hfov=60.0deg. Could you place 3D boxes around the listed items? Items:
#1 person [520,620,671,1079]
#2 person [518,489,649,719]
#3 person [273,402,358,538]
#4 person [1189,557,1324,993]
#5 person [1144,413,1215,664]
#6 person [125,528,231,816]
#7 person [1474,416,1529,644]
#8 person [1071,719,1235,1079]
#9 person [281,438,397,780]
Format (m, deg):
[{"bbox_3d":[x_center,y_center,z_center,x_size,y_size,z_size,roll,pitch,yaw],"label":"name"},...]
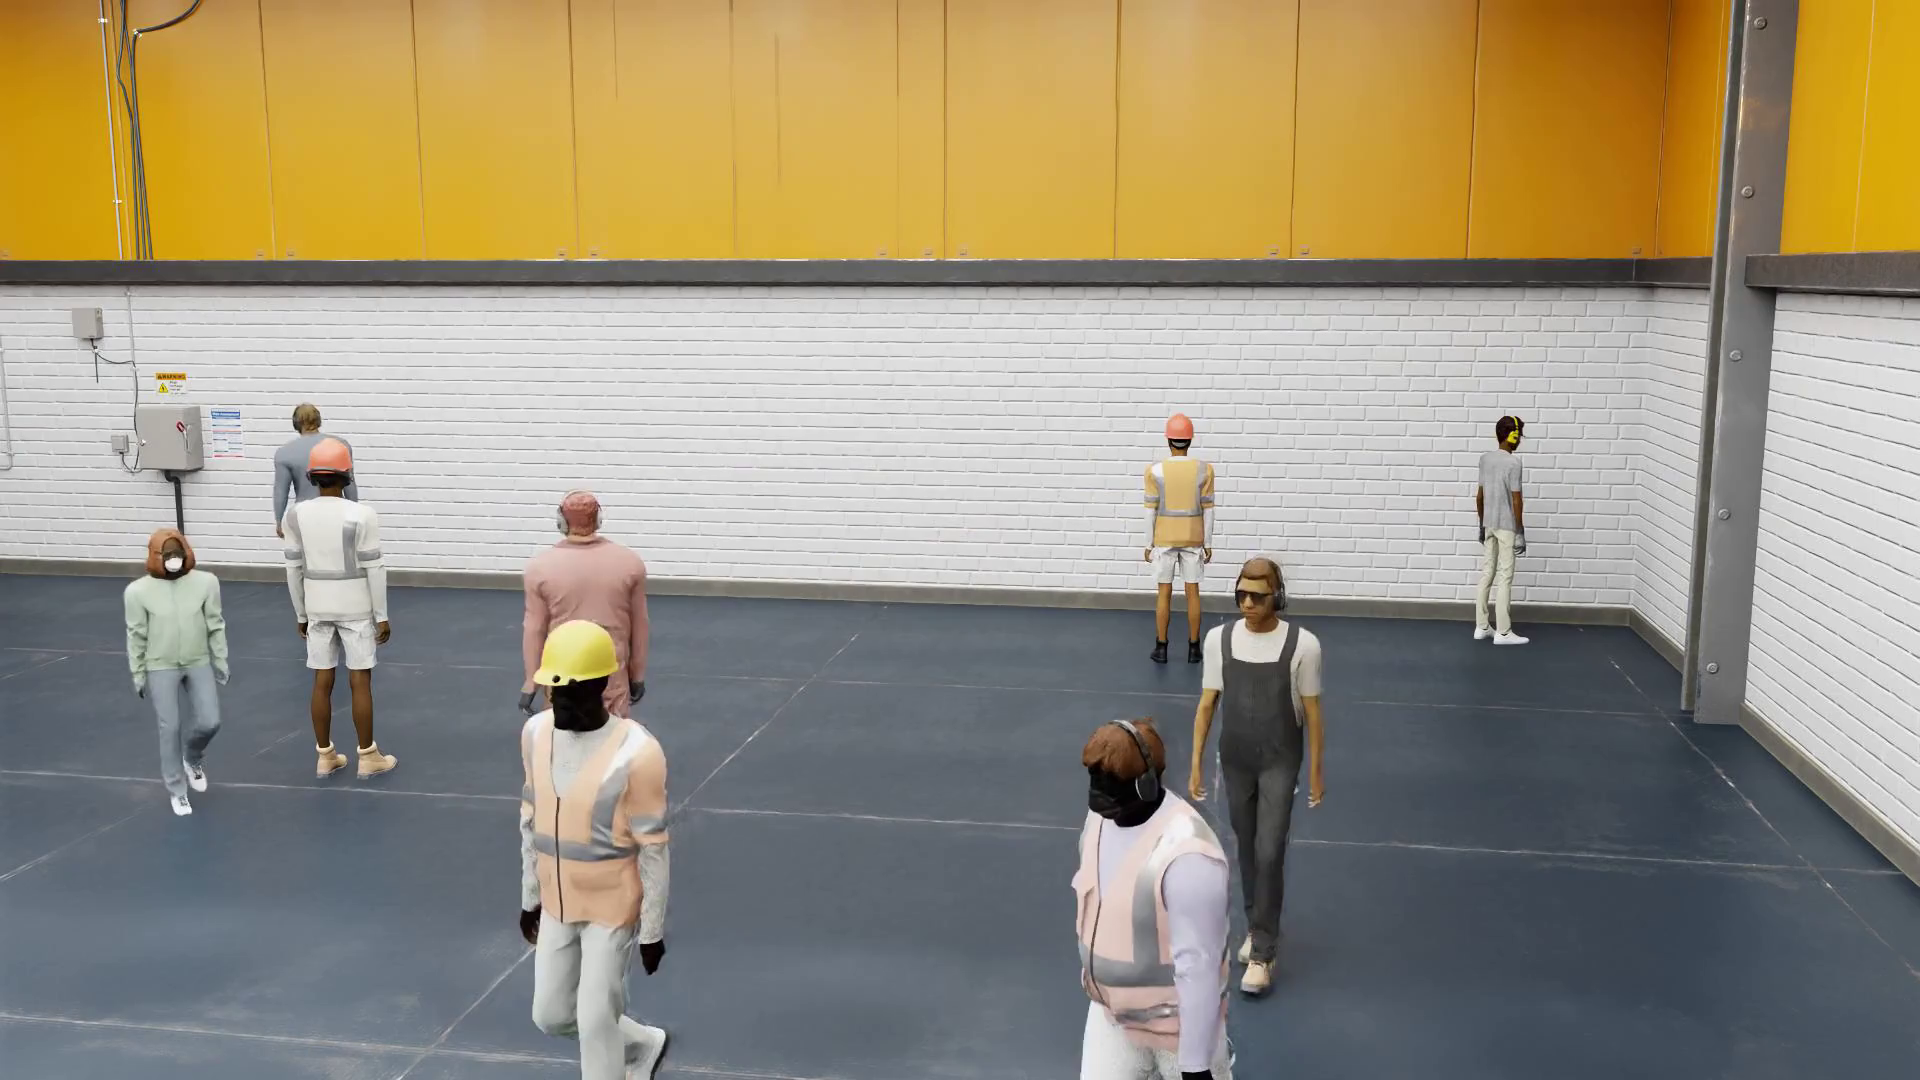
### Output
[{"bbox_3d":[-1.201,1.187,5.558,0.600,1.914,0.616,6,11,32],"label":"person"},{"bbox_3d":[-1.961,0.684,8.699,0.692,1.907,0.405,-4,10,-25],"label":"person"},{"bbox_3d":[-5.450,-0.204,14.088,0.685,1.928,0.440,-6,11,-33],"label":"person"},{"bbox_3d":[1.231,0.986,7.070,0.548,1.817,0.773,5,10,28],"label":"person"},{"bbox_3d":[1.684,-0.006,12.841,0.545,1.942,0.354,0,9,2],"label":"person"},{"bbox_3d":[-4.376,0.725,9.323,0.519,1.620,0.402,-7,11,-37],"label":"person"},{"bbox_3d":[4.421,-0.083,13.558,0.328,1.865,0.518,-4,10,-23],"label":"person"},{"bbox_3d":[0.674,1.365,4.945,0.968,1.782,0.632,-5,10,-28],"label":"person"},{"bbox_3d":[-3.692,0.415,9.916,0.608,2.048,0.365,1,9,8],"label":"person"}]
